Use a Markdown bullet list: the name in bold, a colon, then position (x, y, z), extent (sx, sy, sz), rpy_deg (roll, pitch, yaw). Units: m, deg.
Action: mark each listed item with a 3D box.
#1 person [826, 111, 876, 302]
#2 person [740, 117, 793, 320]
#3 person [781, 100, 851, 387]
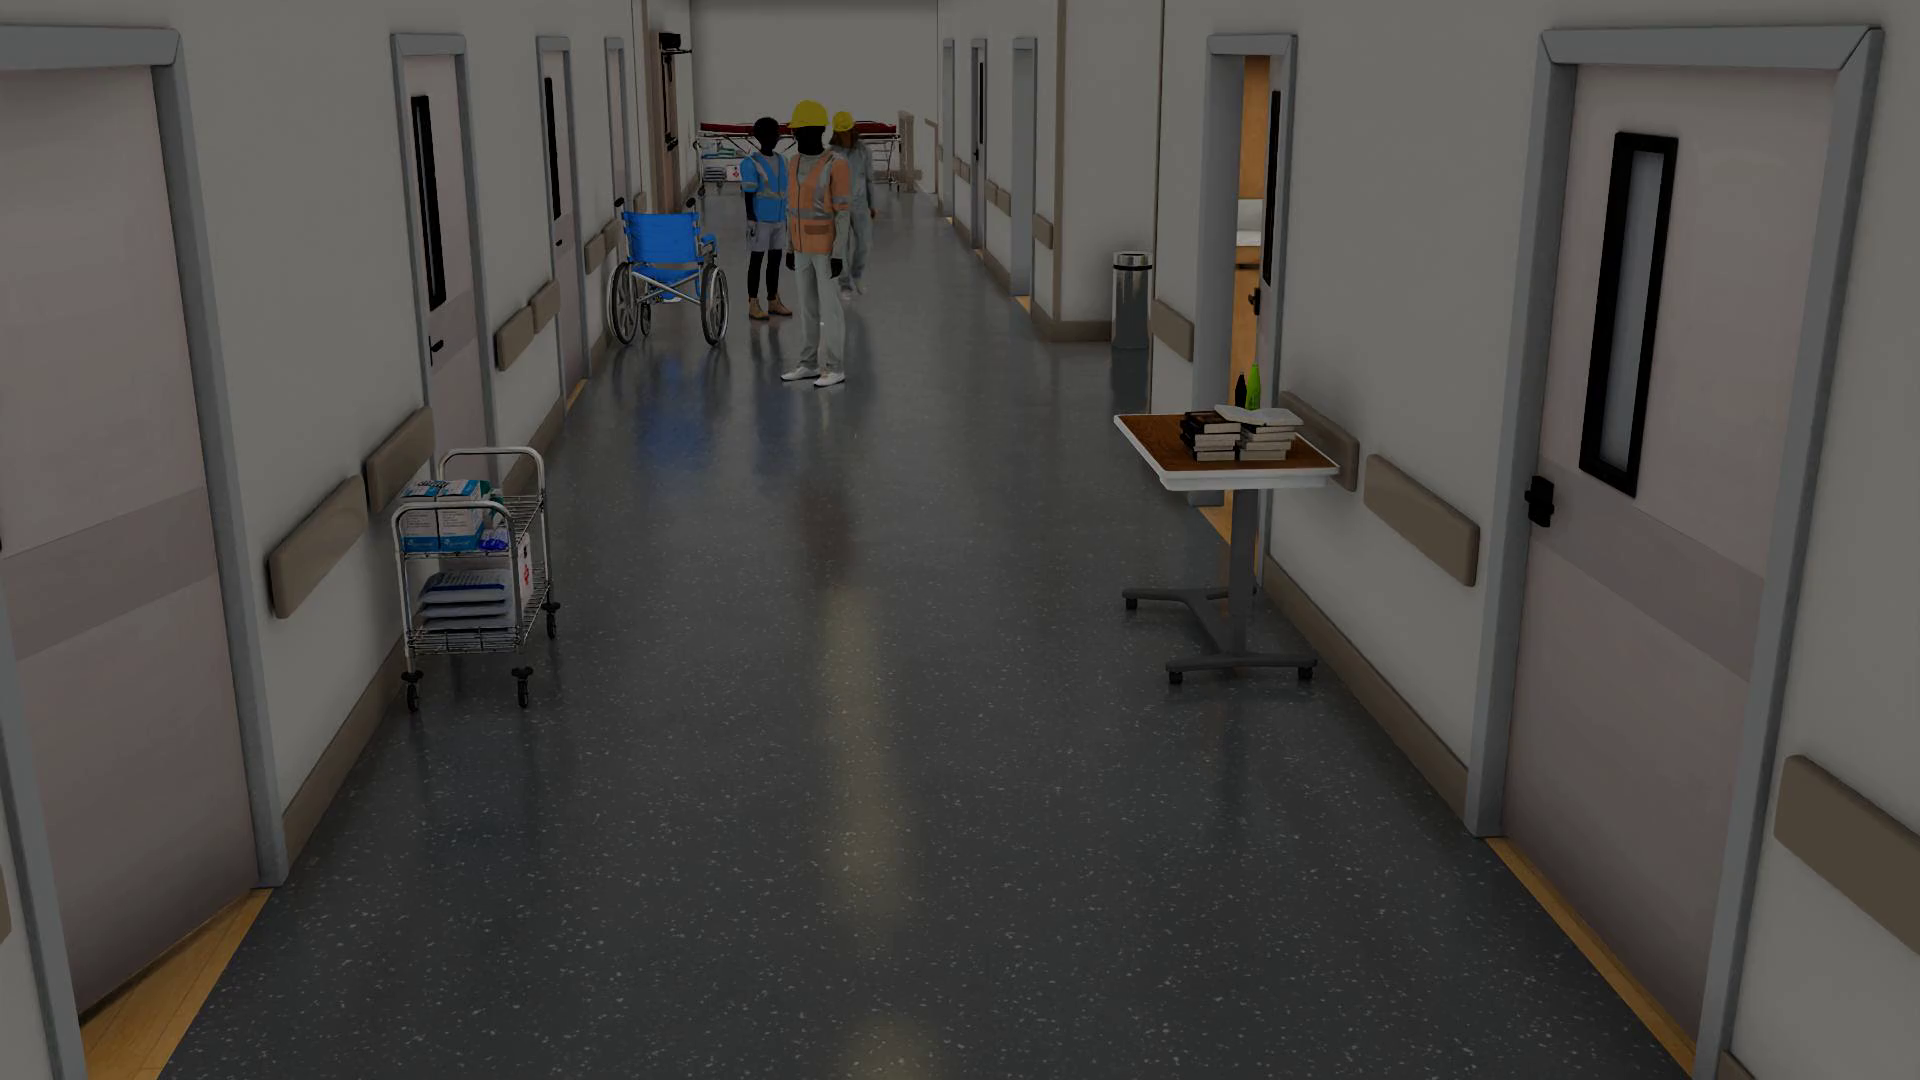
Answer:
- **person**: position (-1.003, -3.014, 15.080), extent (0.511, 1.714, 0.463), rpy_deg (-5, 17, -15)
- **person**: position (-1.637, -2.737, 14.186), extent (0.317, 1.695, 0.540), rpy_deg (12, 21, 35)
- **person**: position (-0.994, -2.020, 11.396), extent (0.585, 1.928, 0.365), rpy_deg (15, 22, 41)
